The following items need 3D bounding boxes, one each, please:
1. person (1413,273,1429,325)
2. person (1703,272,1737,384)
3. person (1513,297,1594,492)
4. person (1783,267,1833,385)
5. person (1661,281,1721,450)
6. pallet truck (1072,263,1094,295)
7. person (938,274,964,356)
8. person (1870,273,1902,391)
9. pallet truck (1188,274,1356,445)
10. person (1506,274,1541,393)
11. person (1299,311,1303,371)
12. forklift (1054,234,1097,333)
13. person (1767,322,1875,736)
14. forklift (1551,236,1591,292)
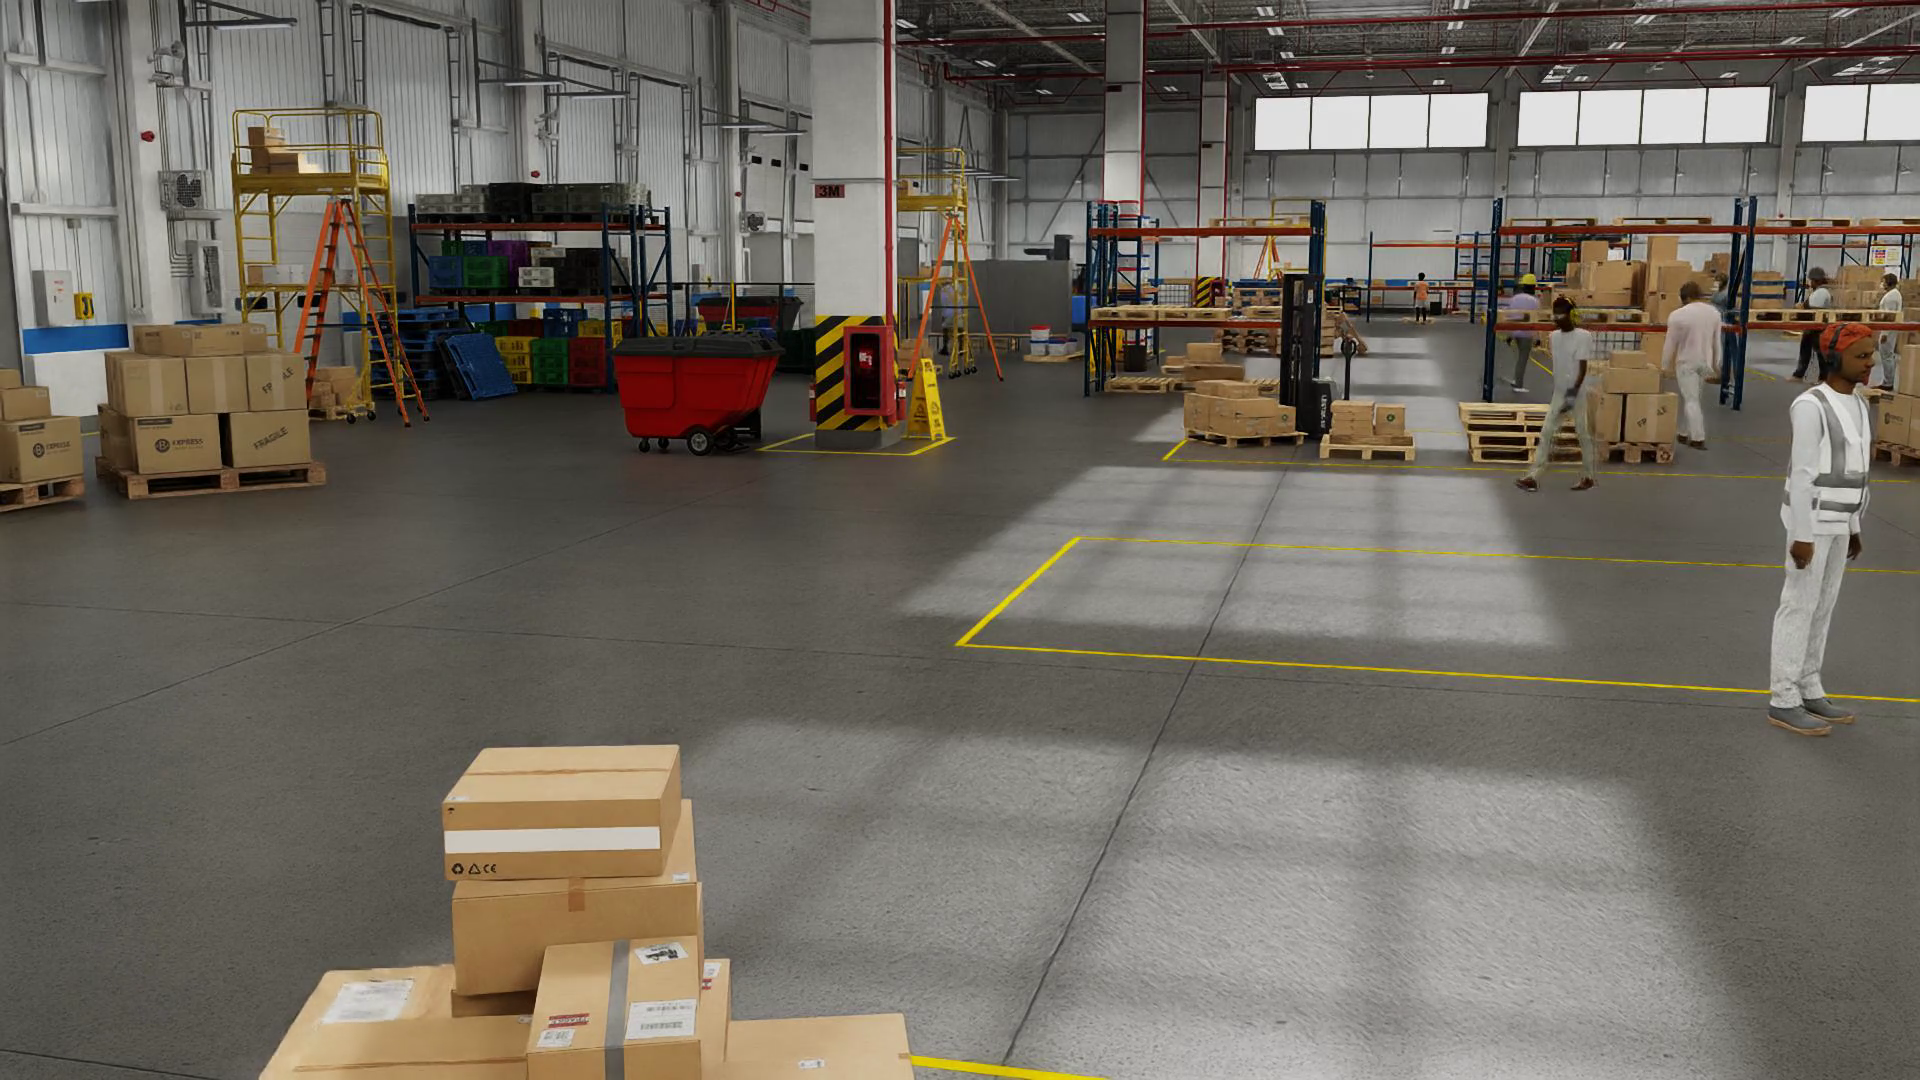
[{"bbox_3d":[14.973,-7.829,54.009,0.530,1.689,0.321,-2,10,-11],"label":"person"},{"bbox_3d":[13.110,-3.639,28.647,0.367,1.932,0.622,-1,10,-6],"label":"person"},{"bbox_3d":[5.563,-1.319,15.334,1.007,1.808,0.498,-7,12,-34],"label":"person"},{"bbox_3d":[14.531,-3.663,28.441,0.863,2.000,0.703,5,11,27],"label":"person"},{"bbox_3d":[8.335,-2.008,19.117,0.643,1.896,0.929,-2,10,-11],"label":"person"},{"bbox_3d":[4.325,-8.180,55.162,0.823,1.965,1.885,6,11,31],"label":"pallet truck"},{"bbox_3d":[-0.177,-5.047,37.067,0.566,1.900,0.687,-5,11,-27],"label":"person"},{"bbox_3d":[15.153,-3.385,27.152,0.367,1.932,0.623,6,11,31],"label":"person"},{"bbox_3d":[3.653,-2.138,19.590,1.885,1.965,0.823,-4,10,-20],"label":"pallet truck"},{"bbox_3d":[9.134,-3.329,26.834,0.502,1.909,0.623,-5,11,-25],"label":"person"},{"bbox_3d":[6.680,-4.093,31.875,0.320,1.736,0.487,7,12,35],"label":"person"},{"bbox_3d":[2.933,-7.338,47.611,1.873,2.768,1.129,2,10,14],"label":"forklift"},{"bbox_3d":[3.992,-0.057,7.671,0.575,1.882,0.361,-8,12,-39],"label":"person"},{"bbox_3d":[19.392,-8.069,51.914,1.873,2.768,1.129,2,10,14],"label":"forklift"}]
